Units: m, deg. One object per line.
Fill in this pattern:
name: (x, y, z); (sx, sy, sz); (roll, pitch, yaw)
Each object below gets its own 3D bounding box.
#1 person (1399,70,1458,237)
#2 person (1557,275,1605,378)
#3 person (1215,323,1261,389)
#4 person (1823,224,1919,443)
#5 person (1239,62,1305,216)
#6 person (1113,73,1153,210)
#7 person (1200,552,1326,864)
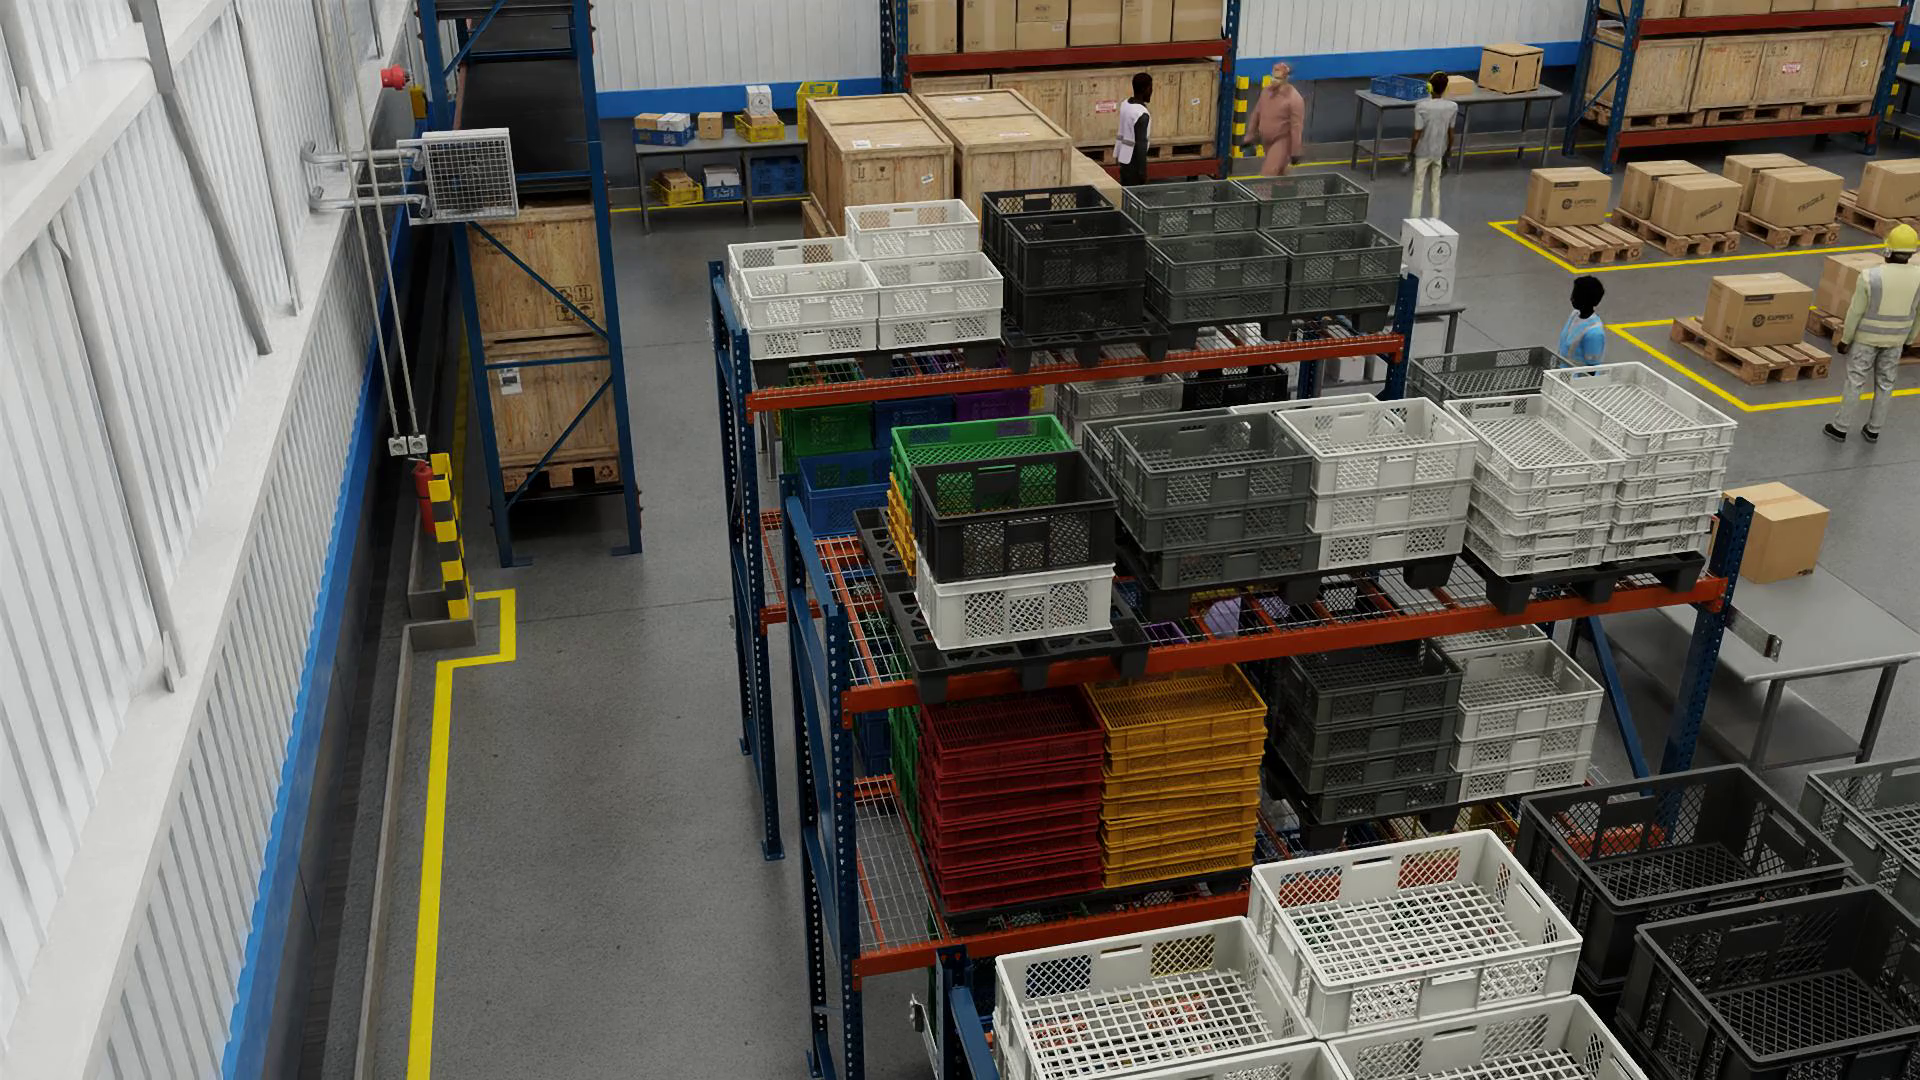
person: (5.149, -4.205, 18.305); (0.587, 1.863, 0.312); (-6, 28, -12)
person: (4.729, -1.217, 12.802); (0.318, 1.698, 0.539); (0, 28, 1)
person: (2.108, -1.273, 12.714); (0.337, 1.882, 0.583); (18, 33, 31)
person: (7.458, -1.665, 13.509); (0.586, 1.837, 0.403); (3, 28, 5)
person: (3.499, -4.455, 18.788); (1.044, 1.844, 0.648); (-11, 30, -19)
person: (1.871, -4.107, 18.069); (0.385, 1.912, 0.592); (-7, 29, -14)
person: (1.538, 0.876, 8.588); (0.634, 1.933, 0.371); (-1, 28, -2)
